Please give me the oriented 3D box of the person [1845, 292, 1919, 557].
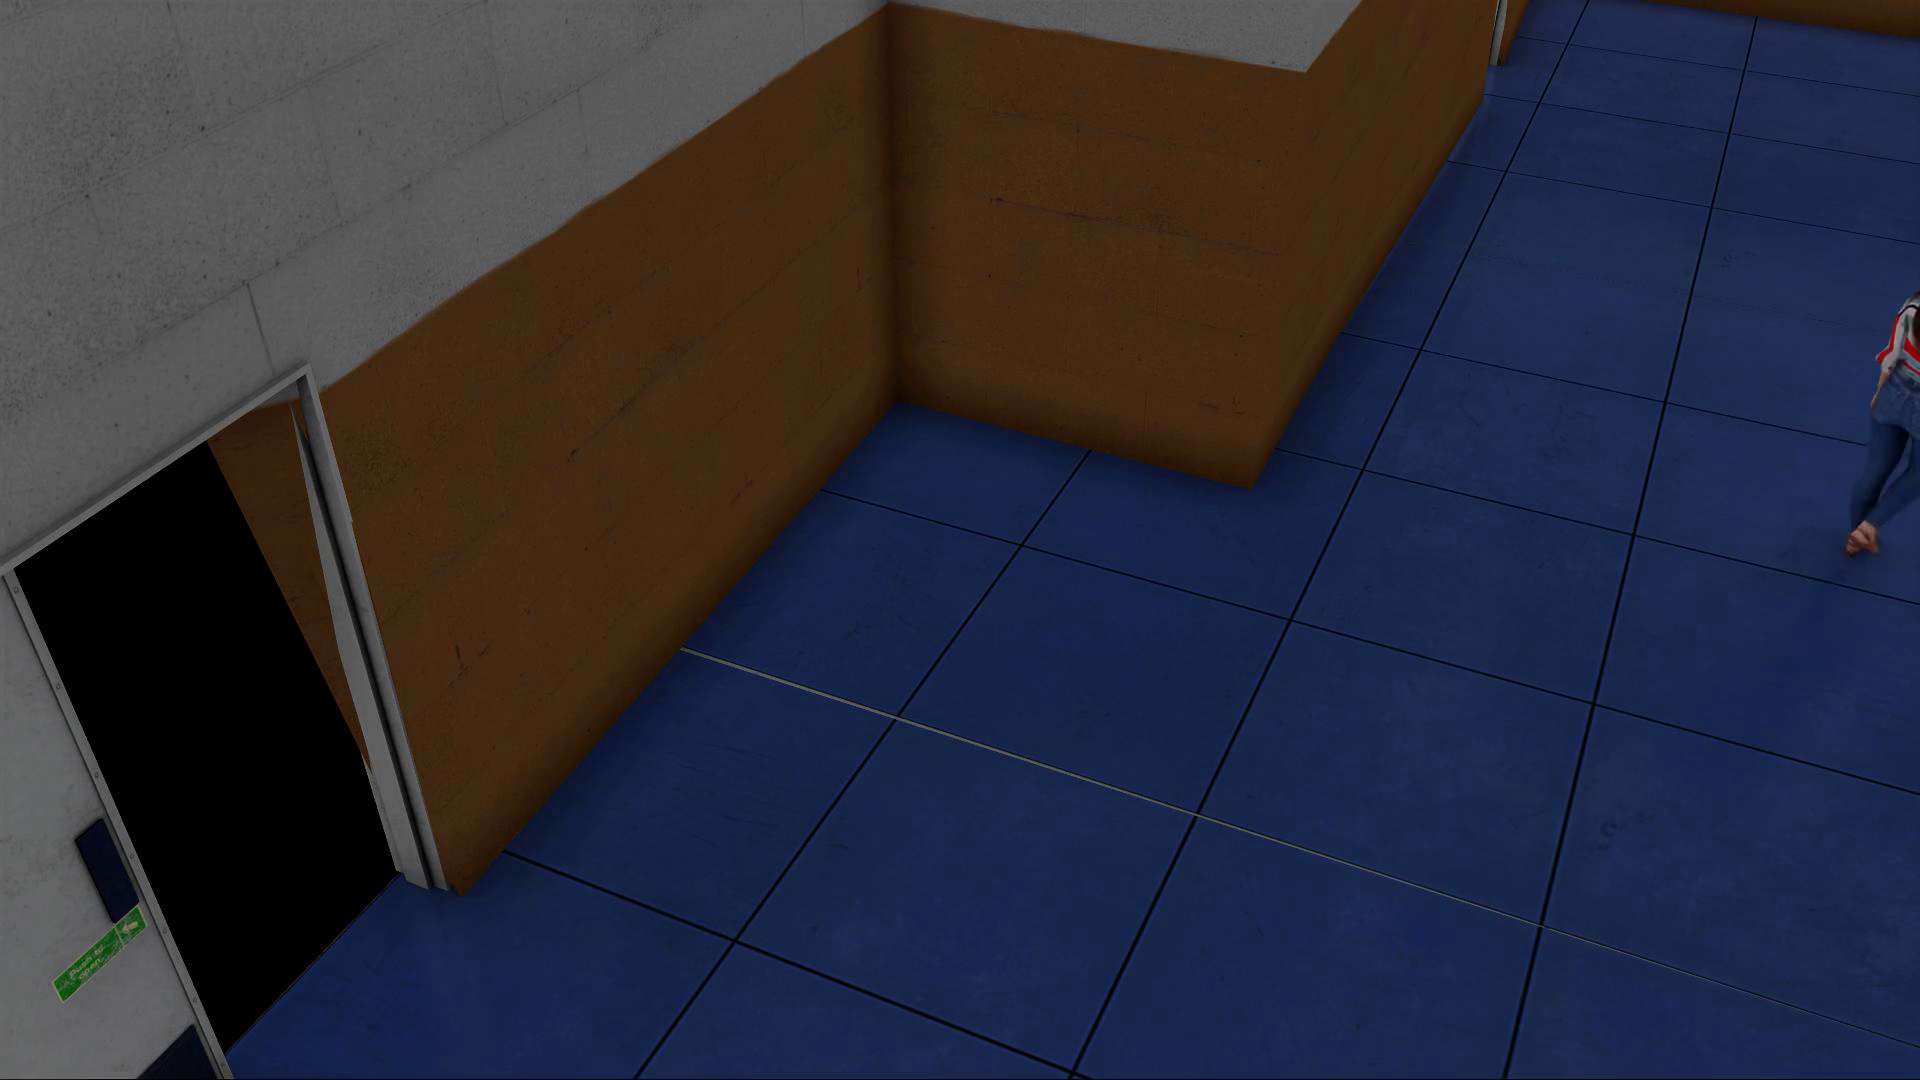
[{"bbox_3d":[4.259,-0.568,7.475,0.797,1.607,0.721,-24,43,-28],"label":"person"}]
